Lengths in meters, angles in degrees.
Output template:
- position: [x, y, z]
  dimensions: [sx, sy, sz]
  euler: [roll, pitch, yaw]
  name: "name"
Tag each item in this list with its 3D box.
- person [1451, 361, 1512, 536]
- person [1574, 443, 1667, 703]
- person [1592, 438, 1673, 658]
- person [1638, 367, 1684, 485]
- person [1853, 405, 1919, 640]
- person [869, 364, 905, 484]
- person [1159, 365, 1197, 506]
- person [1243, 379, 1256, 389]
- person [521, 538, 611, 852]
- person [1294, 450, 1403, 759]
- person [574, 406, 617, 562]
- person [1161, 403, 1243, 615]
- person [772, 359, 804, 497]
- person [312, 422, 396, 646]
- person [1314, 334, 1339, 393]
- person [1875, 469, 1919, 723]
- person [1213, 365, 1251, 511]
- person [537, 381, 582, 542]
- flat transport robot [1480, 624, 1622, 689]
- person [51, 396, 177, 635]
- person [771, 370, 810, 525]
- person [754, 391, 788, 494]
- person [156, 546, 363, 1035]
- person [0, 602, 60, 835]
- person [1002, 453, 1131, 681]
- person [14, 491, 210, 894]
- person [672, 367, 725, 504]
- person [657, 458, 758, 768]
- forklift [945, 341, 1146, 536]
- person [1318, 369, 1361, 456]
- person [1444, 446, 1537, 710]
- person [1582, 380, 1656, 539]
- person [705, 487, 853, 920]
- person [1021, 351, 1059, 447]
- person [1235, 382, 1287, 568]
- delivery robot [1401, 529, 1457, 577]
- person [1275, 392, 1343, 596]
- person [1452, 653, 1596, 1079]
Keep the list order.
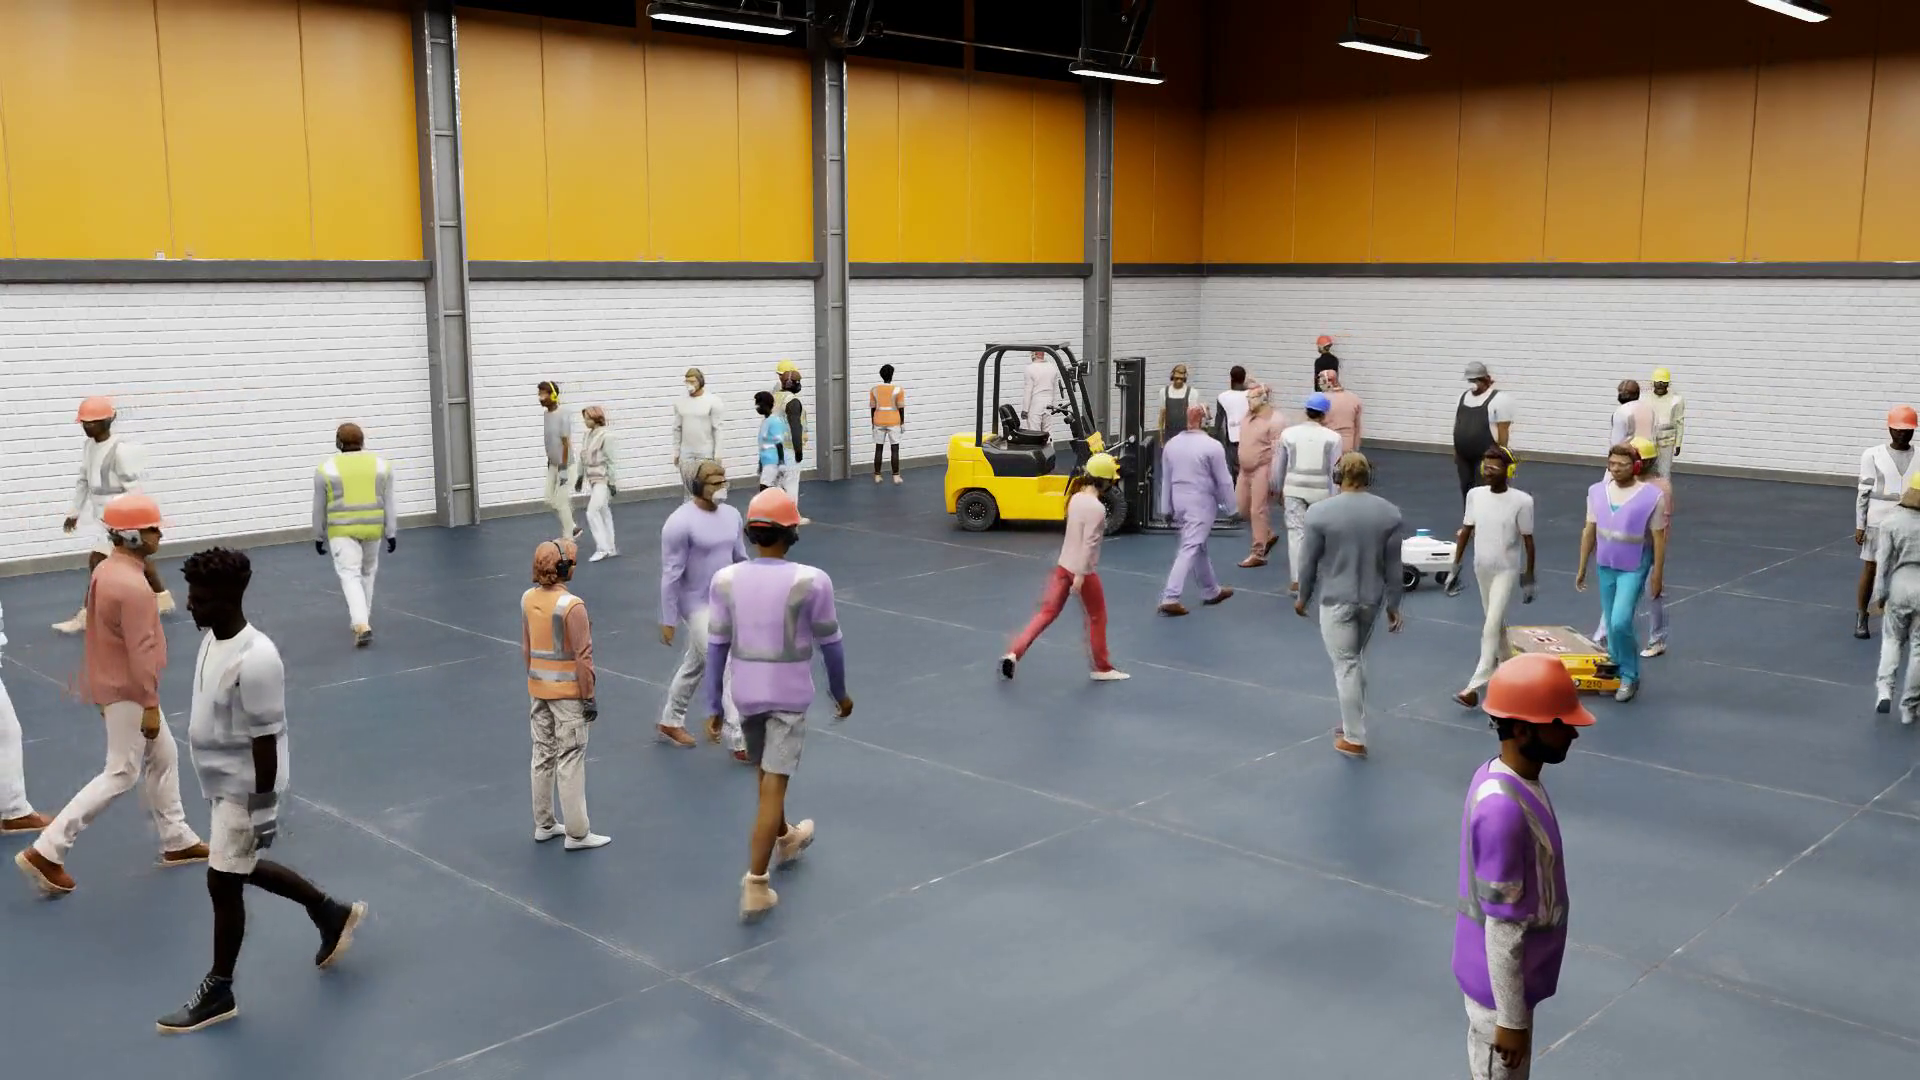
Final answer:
- position: [5.908, -1.054, 18.885]
  dimensions: [0.696, 2.000, 0.697]
  euler: [-7, 11, -36]
  name: "person"
- position: [4.627, 0.226, 11.680]
  dimensions: [0.534, 1.829, 0.560]
  euler: [-6, 11, -31]
  name: "person"
- position: [5.194, 0.083, 12.848]
  dimensions: [0.868, 1.726, 0.542]
  euler: [-6, 11, -31]
  name: "person"
- position: [8.653, -1.233, 20.645]
  dimensions: [0.592, 1.826, 0.403]
  euler: [4, 10, 23]
  name: "person"
- position: [7.627, -0.137, 13.584]
  dimensions: [0.551, 1.935, 0.375]
  euler: [2, 10, 14]
  name: "person"
- position: [-1.027, -1.634, 23.529]
  dimensions: [0.535, 1.695, 0.320]
  euler: [3, 10, 18]
  name: "person"
- position: [2.778, -1.332, 21.296]
  dimensions: [0.514, 1.808, 0.684]
  euler: [3, 10, 16]
  name: "person"
- position: [3.749, -1.273, 21.525]
  dimensions: [0.497, 1.615, 0.483]
  euler: [-2, 10, -13]
  name: "person"
- position: [-2.090, 0.808, 8.696]
  dimensions: [0.514, 1.641, 0.307]
  euler: [7, 12, 38]
  name: "person"
- position: [2.410, 0.388, 10.447]
  dimensions: [0.619, 1.906, 0.686]
  euler: [-3, 10, -16]
  name: "person"
- position: [-3.799, -0.579, 17.274]
  dimensions: [0.538, 1.623, 0.536]
  euler: [-7, 11, -36]
  name: "person"
- position: [2.103, -0.278, 14.723]
  dimensions: [1.021, 1.856, 0.656]
  euler: [-7, 11, -35]
  name: "person"
- position: [-2.296, -1.487, 22.168]
  dimensions: [0.404, 1.837, 0.596]
  euler: [-4, 10, -22]
  name: "person"
- position: [-4.915, -0.061, 13.545]
  dimensions: [0.634, 1.807, 0.940]
  euler: [-6, 11, -34]
  name: "person"
- position: [6.104, -2.436, 27.609]
  dimensions: [0.618, 1.965, 0.965]
  euler: [-7, 12, -38]
  name: "person"
- position: [6.406, 0.368, 11.120]
  dimensions: [0.488, 1.731, 0.362]
  euler: [7, 12, 39]
  name: "person"
- position: [3.429, -1.212, 20.442]
  dimensions: [0.607, 1.857, 1.076]
  euler: [-3, 10, -18]
  name: "person"
- position: [-4.325, -0.796, 17.904]
  dimensions: [0.397, 1.848, 0.577]
  euler: [-8, 12, -41]
  name: "person"
- position: [4.440, 0.862, 12.552]
  dimensions: [0.652, 0.197, 1.431]
  euler: [1, 9, 3]
  name: "flat transport robot"
- position: [-7.174, -0.231, 14.064]
  dimensions: [0.604, 1.984, 1.088]
  euler: [8, 12, 40]
  name: "person"
- position: [-2.017, -1.102, 19.798]
  dimensions: [0.429, 1.838, 0.634]
  euler: [-5, 11, -29]
  name: "person"
- position: [-2.184, -0.837, 18.703]
  dimensions: [0.647, 1.661, 0.563]
  euler: [-3, 10, -17]
  name: "person"
- position: [-2.884, 0.973, 6.785]
  dimensions: [0.779, 1.944, 0.635]
  euler: [-8, 12, -39]
  name: "person"
- position: [-5.301, 0.689, 8.773]
  dimensions: [0.790, 1.859, 0.574]
  euler: [-7, 11, -36]
  name: "person"
- position: [0.778, 0.216, 12.111]
  dimensions: [0.915, 1.712, 0.549]
  euler: [-4, 10, -22]
  name: "person"
- position: [-4.165, 0.742, 8.151]
  dimensions: [0.928, 1.964, 0.631]
  euler: [-7, 12, -37]
  name: "person"
- position: [-2.952, -0.976, 18.727]
  dimensions: [0.636, 1.936, 0.354]
  euler: [3, 10, 19]
  name: "person"
- position: [-1.555, 0.426, 10.297]
  dimensions: [1.017, 1.889, 0.648]
  euler: [5, 11, 30]
  name: "person"
- position: [0.977, -1.223, 19.452]
  dimensions: [2.313, 2.155, 1.214]
  euler: [2, 9, 11]
  name: "forklift"
- position: [4.355, -1.044, 19.376]
  dimensions: [0.704, 1.875, 0.473]
  euler: [-4, 10, -23]
  name: "person"
- position: [3.669, 0.258, 11.543]
  dimensions: [0.959, 1.810, 0.519]
  euler: [-7, 12, -37]
  name: "person"
- position: [7.370, -0.878, 18.544]
  dimensions: [0.627, 1.808, 0.837]
  euler: [-4, 10, -25]
  name: "person"
- position: [-0.878, 0.743, 8.028]
  dimensions: [0.623, 1.993, 1.029]
  euler: [3, 10, 18]
  name: "person"
- position: [1.180, -2.016, 25.188]
  dimensions: [0.639, 1.912, 0.407]
  euler: [-7, 12, -38]
  name: "person"
- position: [3.059, -0.668, 16.945]
  dimensions: [0.485, 1.893, 0.652]
  euler: [-5, 10, -27]
  name: "person"
- position: [4.388, 0.141, 15.817]
  dimensions: [0.707, 0.478, 0.477]
  euler: [-1, 9, -7]
  name: "delivery robot"
- position: [3.263, -0.442, 15.600]
  dimensions: [0.607, 1.892, 0.986]
  euler: [2, 9, 12]
  name: "person"
- position: [1.633, 1.279, 4.895]
  dimensions: [0.354, 1.939, 0.544]
  euler: [3, 10, 19]
  name: "person"
